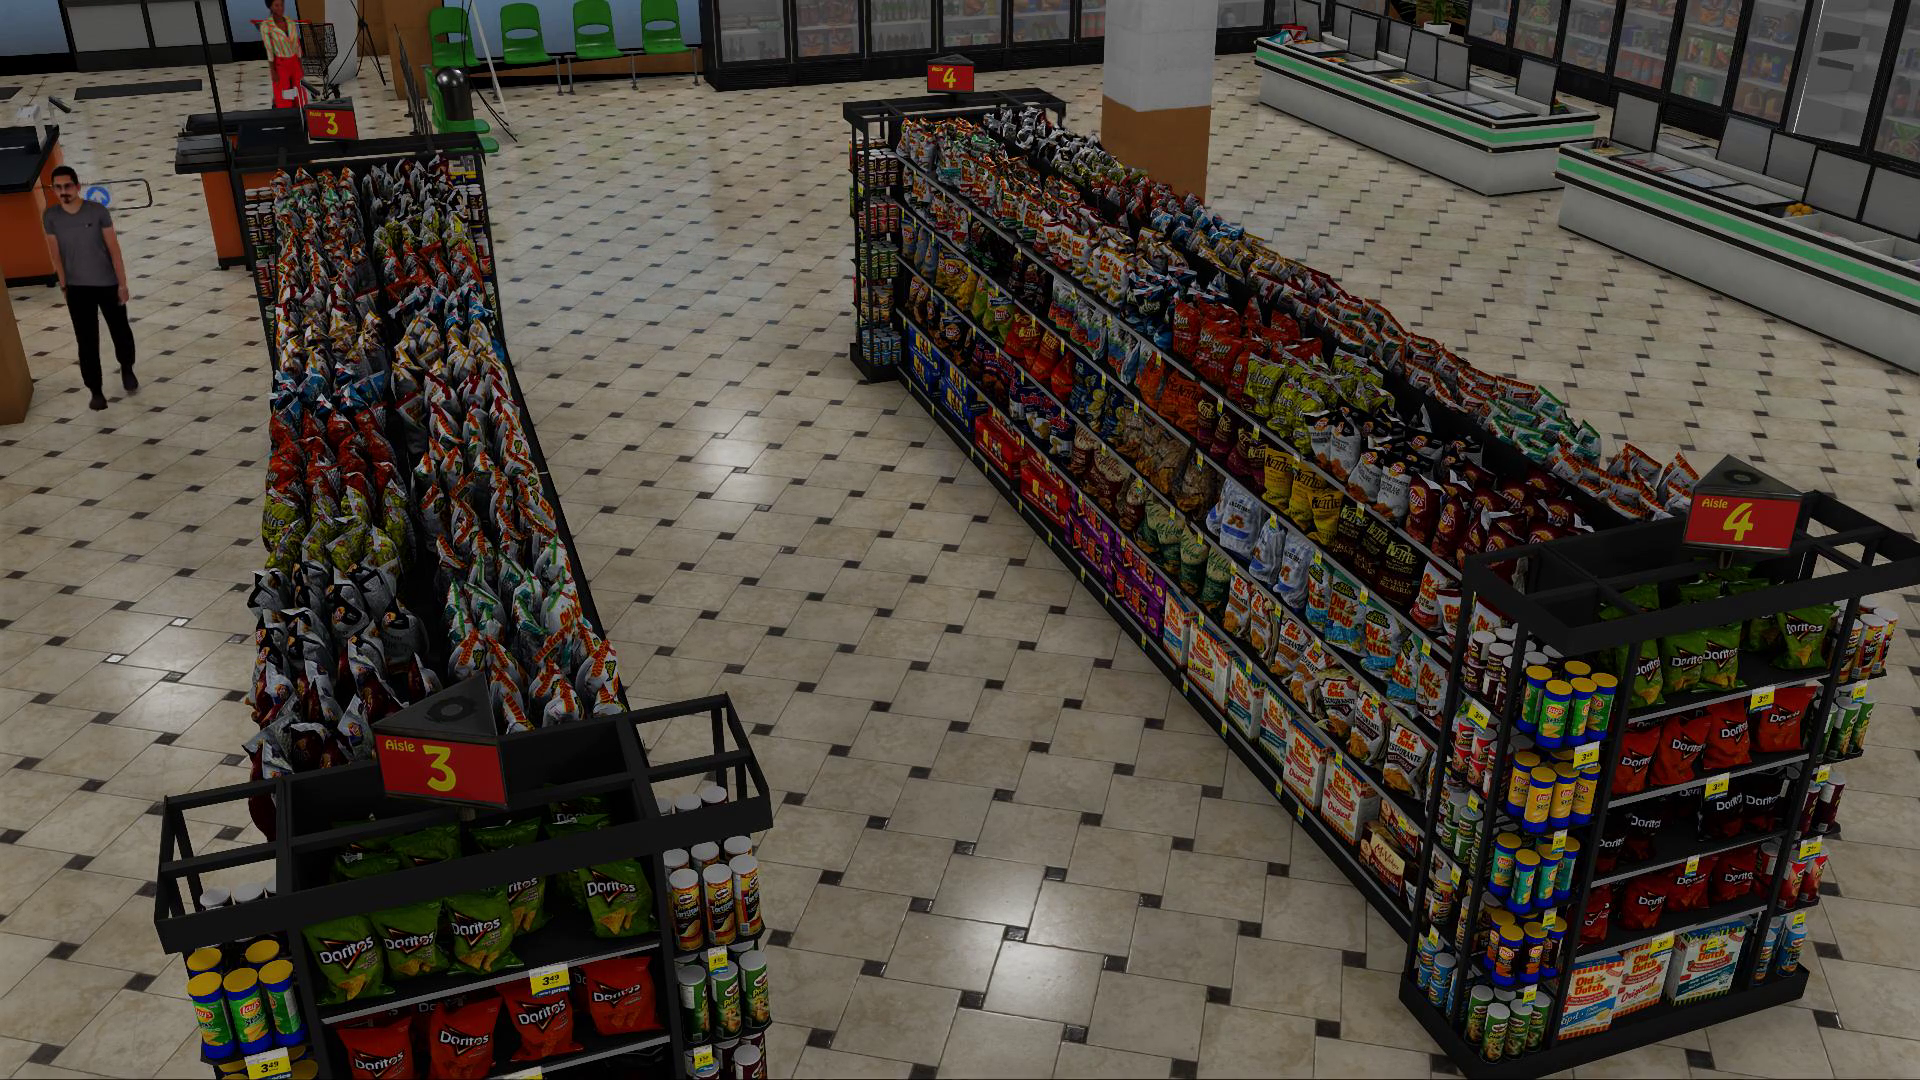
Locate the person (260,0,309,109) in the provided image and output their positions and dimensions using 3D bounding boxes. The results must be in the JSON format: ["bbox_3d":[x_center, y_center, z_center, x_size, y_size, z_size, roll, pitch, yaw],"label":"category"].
[{"bbox_3d":[-7.466,-5.158,18.444,0.708,1.791,0.679,18,32,31],"label":"person"}]

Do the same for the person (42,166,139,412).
[{"bbox_3d":[-6.226,-1.840,11.996,0.643,1.706,1.129,-11,29,-21],"label":"person"}]
